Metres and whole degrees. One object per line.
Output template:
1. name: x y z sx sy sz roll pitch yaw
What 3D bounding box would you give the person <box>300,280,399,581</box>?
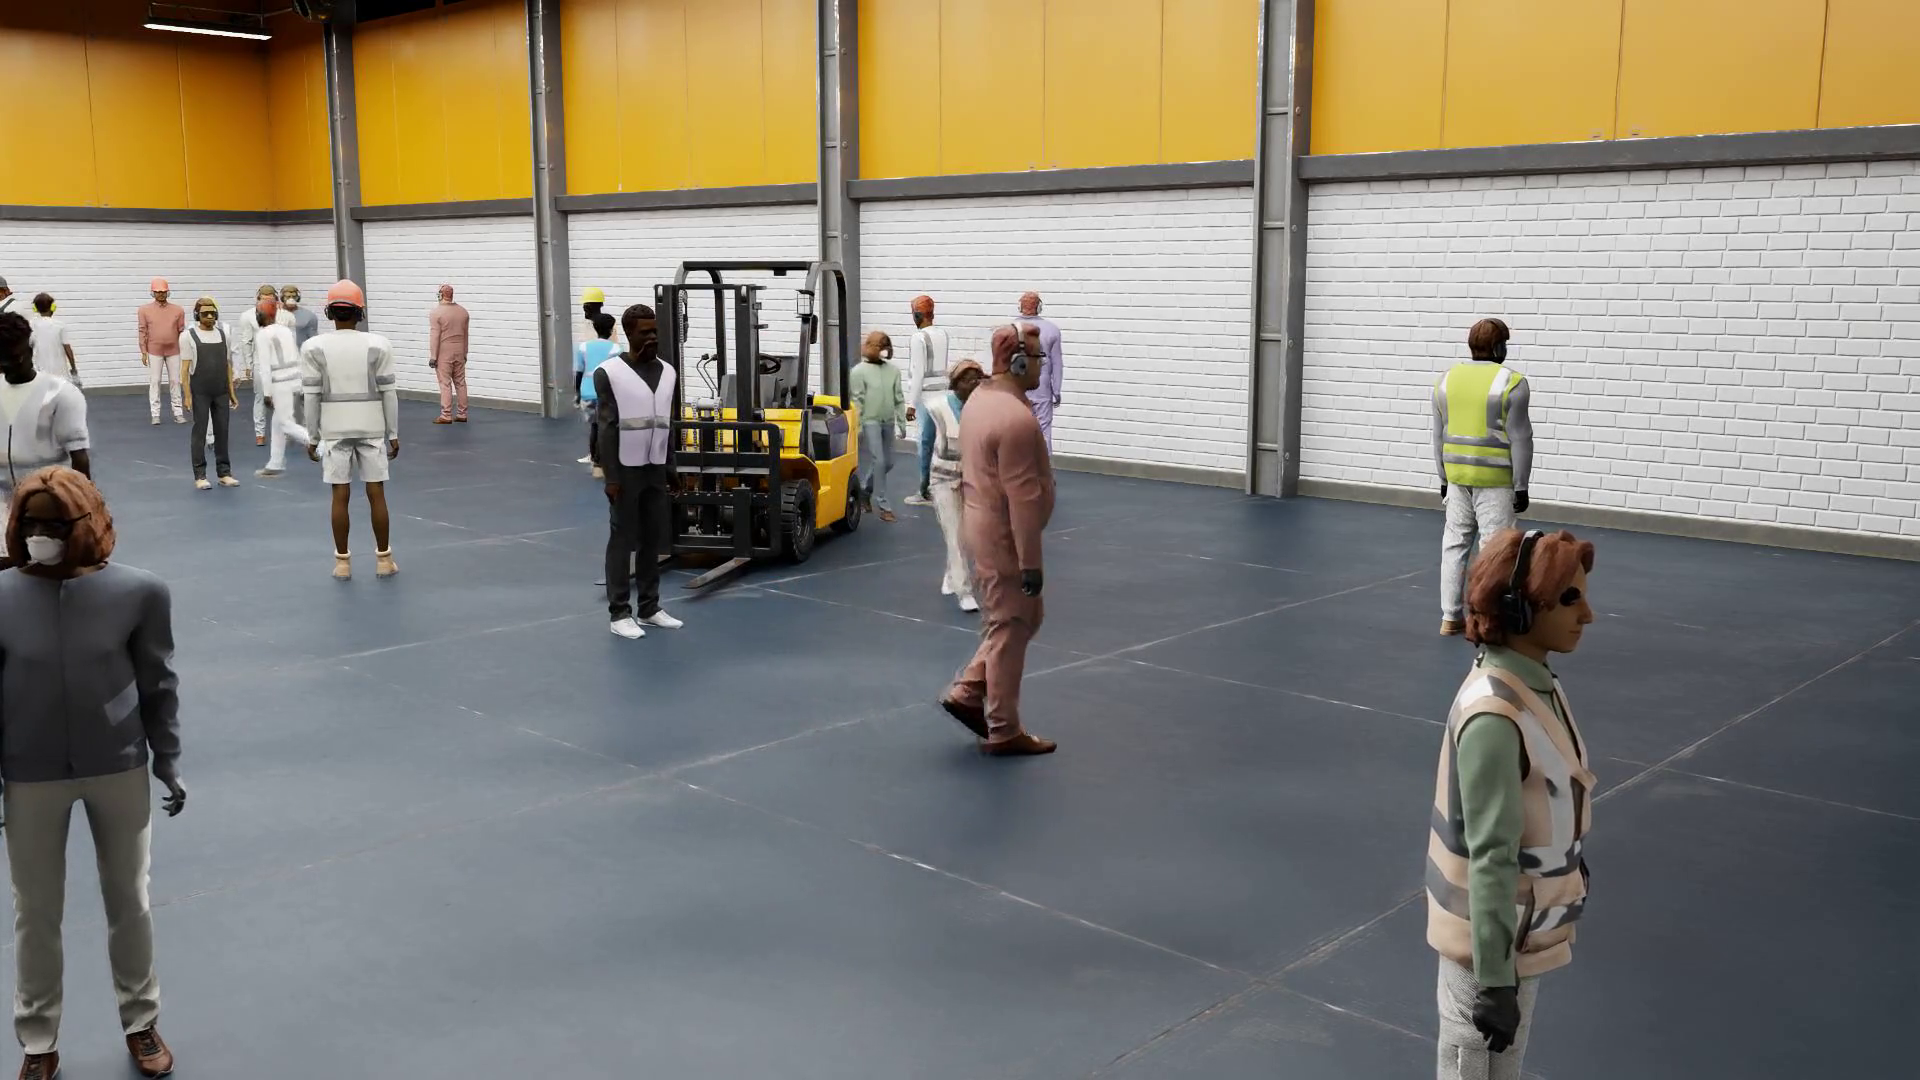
1. person: -4.139 -0.739 11.336 0.605 2.045 0.377 -3 10 -17

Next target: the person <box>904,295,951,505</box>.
1. person: -0.300 -1.255 14.976 0.355 1.887 0.573 5 11 28

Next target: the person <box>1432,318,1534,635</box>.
1. person: 2.990 -0.337 9.486 0.429 1.846 0.625 -7 12 -37

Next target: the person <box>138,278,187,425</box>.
1. person: -10.895 -2.578 22.761 0.608 1.995 0.377 -7 11 -35

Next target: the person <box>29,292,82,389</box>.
1. person: -10.277 -1.871 18.856 0.585 1.853 0.573 0 9 -1

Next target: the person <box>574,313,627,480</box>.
1. person: -3.602 -1.458 16.870 0.538 1.667 0.658 2 10 13

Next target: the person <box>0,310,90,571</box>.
1. person: -4.765 -0.208 8.500 0.664 1.897 1.002 1 9 4

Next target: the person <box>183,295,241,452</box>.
1. person: -8.734 -1.943 19.414 0.606 1.813 0.534 -6 11 -31

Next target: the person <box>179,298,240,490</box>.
1. person: -7.248 -1.413 16.072 0.327 1.843 0.514 7 12 37

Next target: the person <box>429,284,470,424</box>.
1. person: -7.034 -2.547 22.839 0.409 1.909 0.642 6 11 31

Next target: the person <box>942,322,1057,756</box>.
1. person: 0.227 0.011 7.186 0.419 1.892 0.675 -2 9 -13

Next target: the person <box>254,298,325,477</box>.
1. person: -6.755 -1.526 16.822 0.909 1.844 0.600 2 9 10

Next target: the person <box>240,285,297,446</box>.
1. person: -8.284 -2.096 20.001 0.629 1.933 0.379 -5 11 -29

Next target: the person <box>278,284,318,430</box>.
1. person: -8.223 -2.179 20.523 0.637 1.935 0.372 -4 10 -24

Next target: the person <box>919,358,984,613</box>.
1. person: 0.004 -0.370 10.523 0.521 1.568 0.928 -2 10 -13

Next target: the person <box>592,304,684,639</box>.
1. person: -1.870 -0.407 9.678 0.394 1.920 0.587 6 11 34

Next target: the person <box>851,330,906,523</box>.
1. person: -0.706 -0.976 14.125 0.510 1.610 0.697 -7 12 -38

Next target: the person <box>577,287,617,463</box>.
1. person: -3.930 -1.771 18.018 0.370 1.927 0.588 -9 13 -43

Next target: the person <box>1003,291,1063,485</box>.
1. person: 0.680 -1.464 16.201 0.643 1.908 0.399 1 9 8

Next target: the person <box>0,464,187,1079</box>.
1. person: -2.268 0.616 4.282 0.499 1.632 0.285 -5 11 -28

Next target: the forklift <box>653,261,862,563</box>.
1. forklift: -1.552 -1.040 12.721 1.214 2.155 2.313 2 9 11

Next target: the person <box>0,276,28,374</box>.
1. person: -13.750 -2.777 23.837 0.674 2.000 0.535 3 10 16

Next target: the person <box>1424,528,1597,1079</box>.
1. person: 1.051 0.786 3.221 0.307 1.639 0.525 4 10 23
